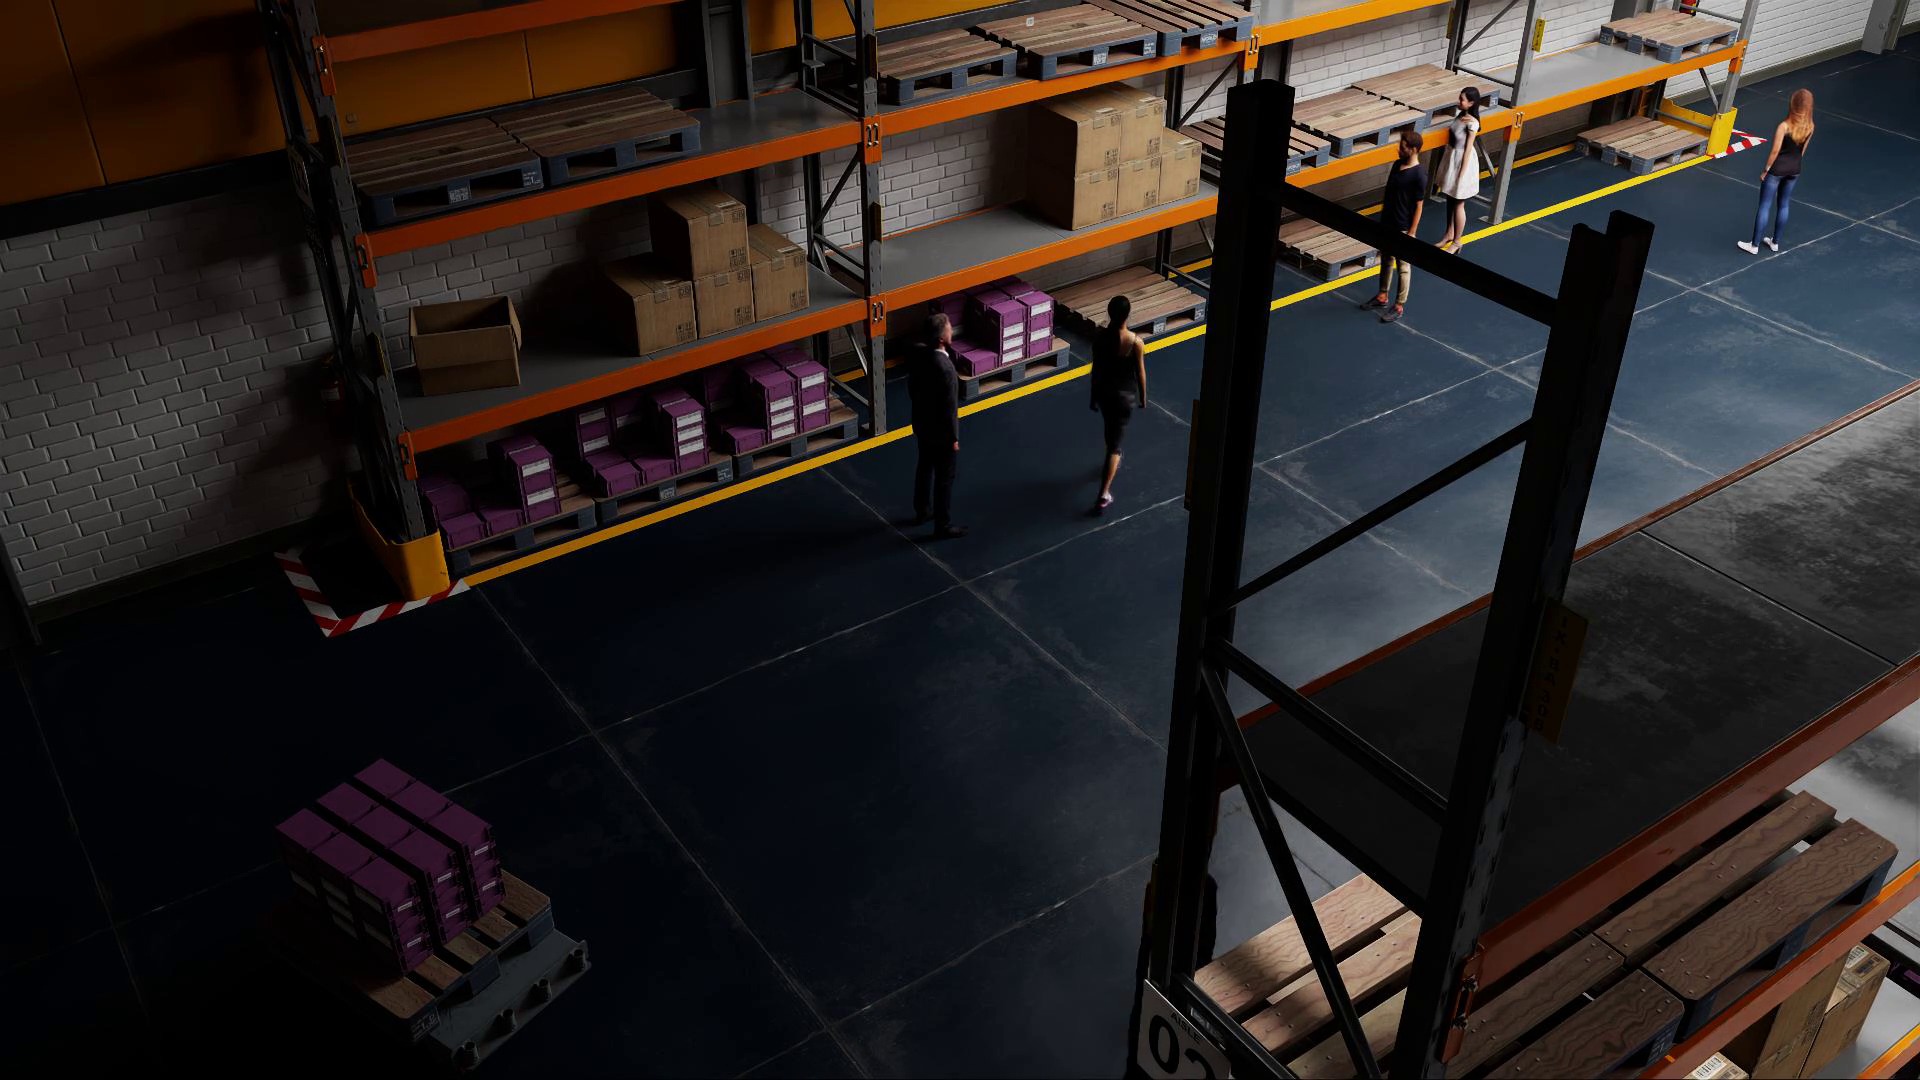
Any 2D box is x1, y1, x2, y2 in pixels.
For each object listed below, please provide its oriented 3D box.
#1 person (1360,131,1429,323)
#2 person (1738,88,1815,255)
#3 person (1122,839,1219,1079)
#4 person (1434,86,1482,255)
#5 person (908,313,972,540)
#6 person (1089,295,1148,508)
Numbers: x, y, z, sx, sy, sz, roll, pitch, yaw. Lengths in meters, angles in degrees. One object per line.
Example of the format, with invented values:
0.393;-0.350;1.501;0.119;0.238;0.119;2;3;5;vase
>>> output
4.181;-2.995;15.796;0.588;1.852;0.677;-14;36;-20;person
8.459;-3.789;17.107;0.573;1.722;0.713;-8;35;-12;person
1.144;2.044;8.393;0.839;1.656;1.197;22;39;29;person
5.112;-3.780;17.053;0.805;1.769;0.778;-2;34;-3;person
-0.173;-0.886;12.634;0.588;1.840;0.720;-20;38;-27;person
1.207;-1.049;13.028;0.988;1.676;1.190;12;36;18;person
